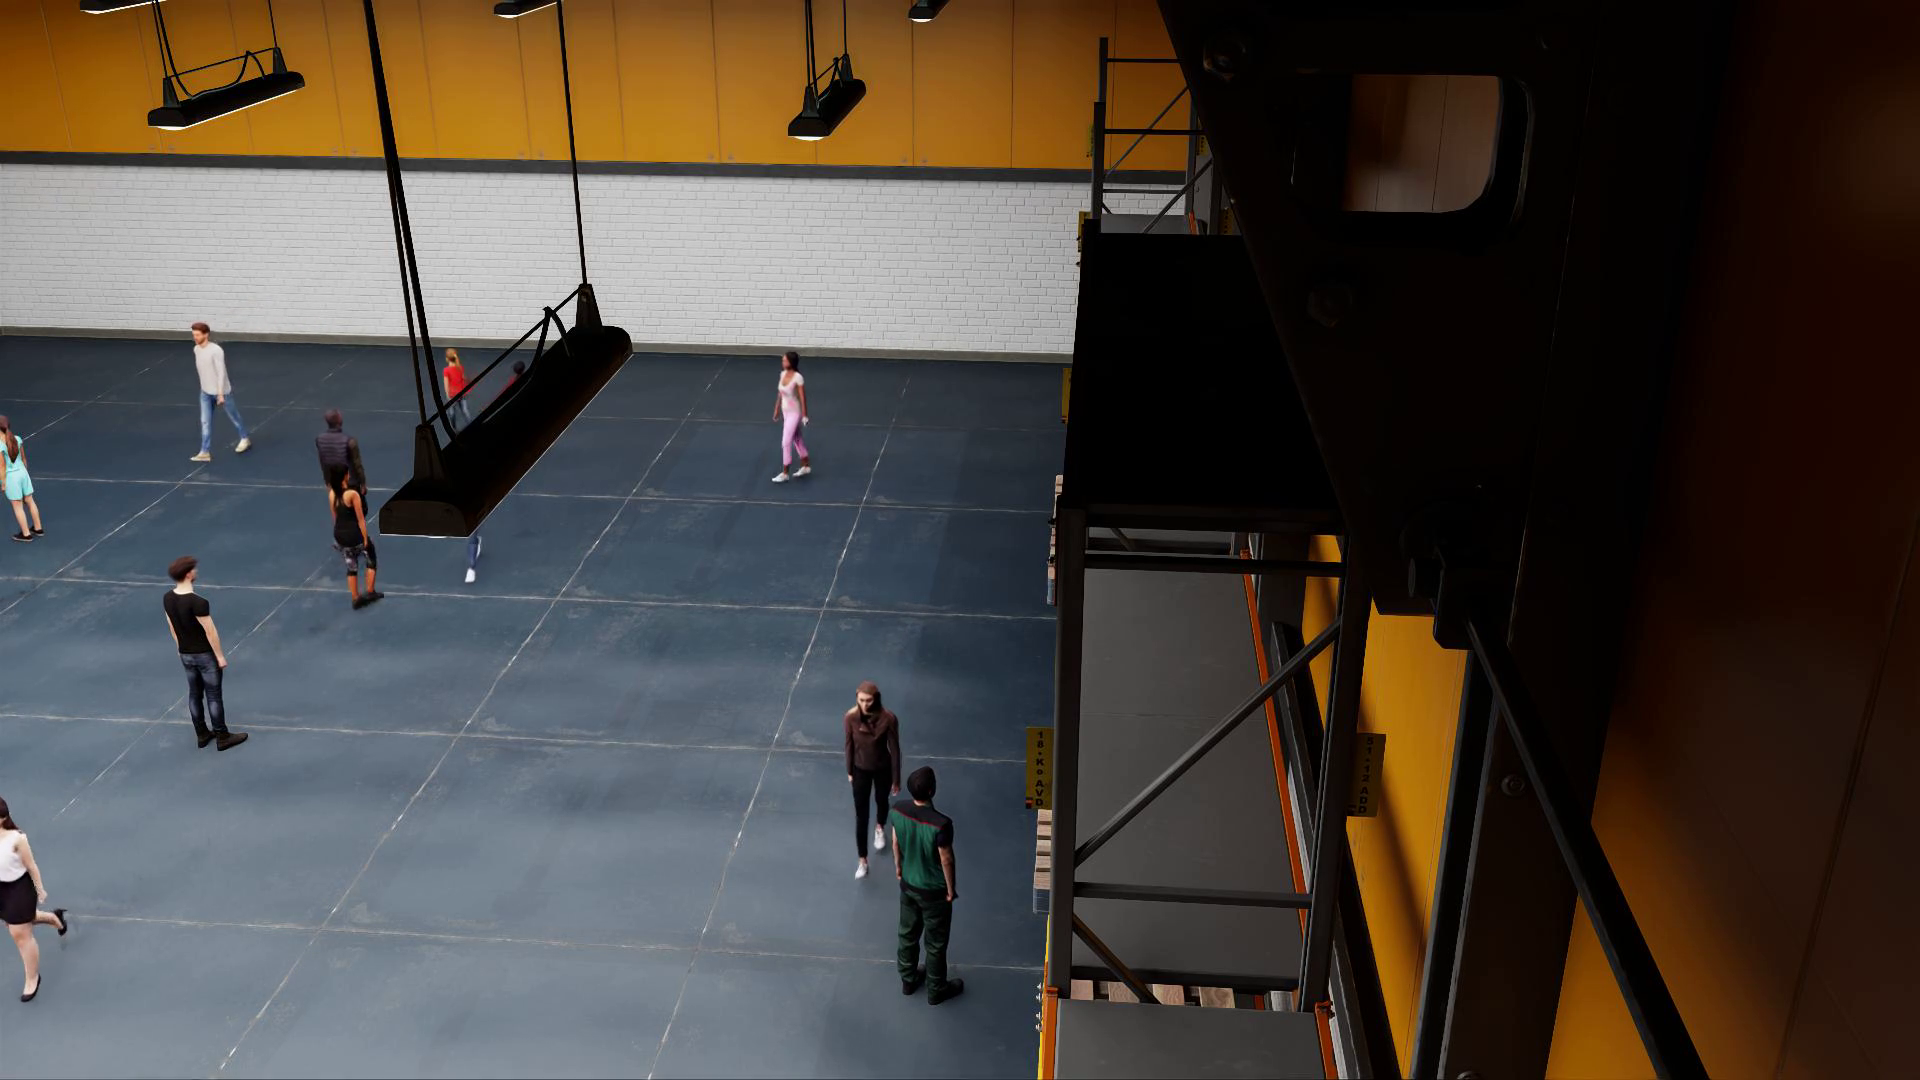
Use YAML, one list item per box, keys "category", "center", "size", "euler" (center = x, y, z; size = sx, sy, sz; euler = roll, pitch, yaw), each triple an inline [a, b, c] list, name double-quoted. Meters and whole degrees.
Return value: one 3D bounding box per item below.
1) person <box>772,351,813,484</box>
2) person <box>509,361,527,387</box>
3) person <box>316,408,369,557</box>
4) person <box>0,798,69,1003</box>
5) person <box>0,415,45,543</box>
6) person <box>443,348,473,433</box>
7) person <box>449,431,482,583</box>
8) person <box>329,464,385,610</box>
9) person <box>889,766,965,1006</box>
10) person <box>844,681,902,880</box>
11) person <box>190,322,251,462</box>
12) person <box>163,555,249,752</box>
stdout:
- category: "person"
  center: [-2.100, -1.620, 21.566]
  size: [0.975, 1.718, 0.928]
  euler: [-17, 29, -34]
- category: "person"
  center: [-5.948, -1.790, 22.581]
  size: [0.528, 1.217, 0.877]
  euler: [1, 24, 2]
- category: "person"
  center: [-7.120, -0.612, 19.128]
  size: [0.807, 1.824, 0.956]
  euler: [6, 24, 14]
- category: "person"
  center: [-6.866, 2.544, 12.153]
  size: [0.552, 1.628, 0.945]
  euler: [2, 24, 5]
- category: "person"
  center: [-11.233, -0.745, 19.765]
  size: [0.659, 1.558, 0.534]
  euler: [8, 25, 18]
- category: "person"
  center: [-6.910, -1.992, 22.948]
  size: [0.862, 1.293, 0.921]
  euler: [-19, 30, -36]
- category: "person"
  center: [-5.595, -0.445, 18.901]
  size: [0.708, 1.700, 1.170]
  euler: [0, 24, 0]
- category: "person"
  center: [-6.641, -0.021, 17.984]
  size: [0.657, 1.657, 0.675]
  euler: [8, 25, 18]
- category: "person"
  center: [-0.253, 2.471, 11.980]
  size: [0.766, 1.901, 0.763]
  euler: [16, 28, 32]
- category: "person"
  center: [-0.692, 1.876, 13.645]
  size: [0.622, 1.656, 1.055]
  euler: [2, 24, 4]
- category: "person"
  center: [-9.886, -2.000, 22.270]
  size: [0.868, 1.850, 1.257]
  euler: [8, 25, 17]
- category: "person"
  center: [-6.991, 1.039, 15.260]
  size: [0.726, 1.897, 0.671]
  euler: [8, 25, 19]
